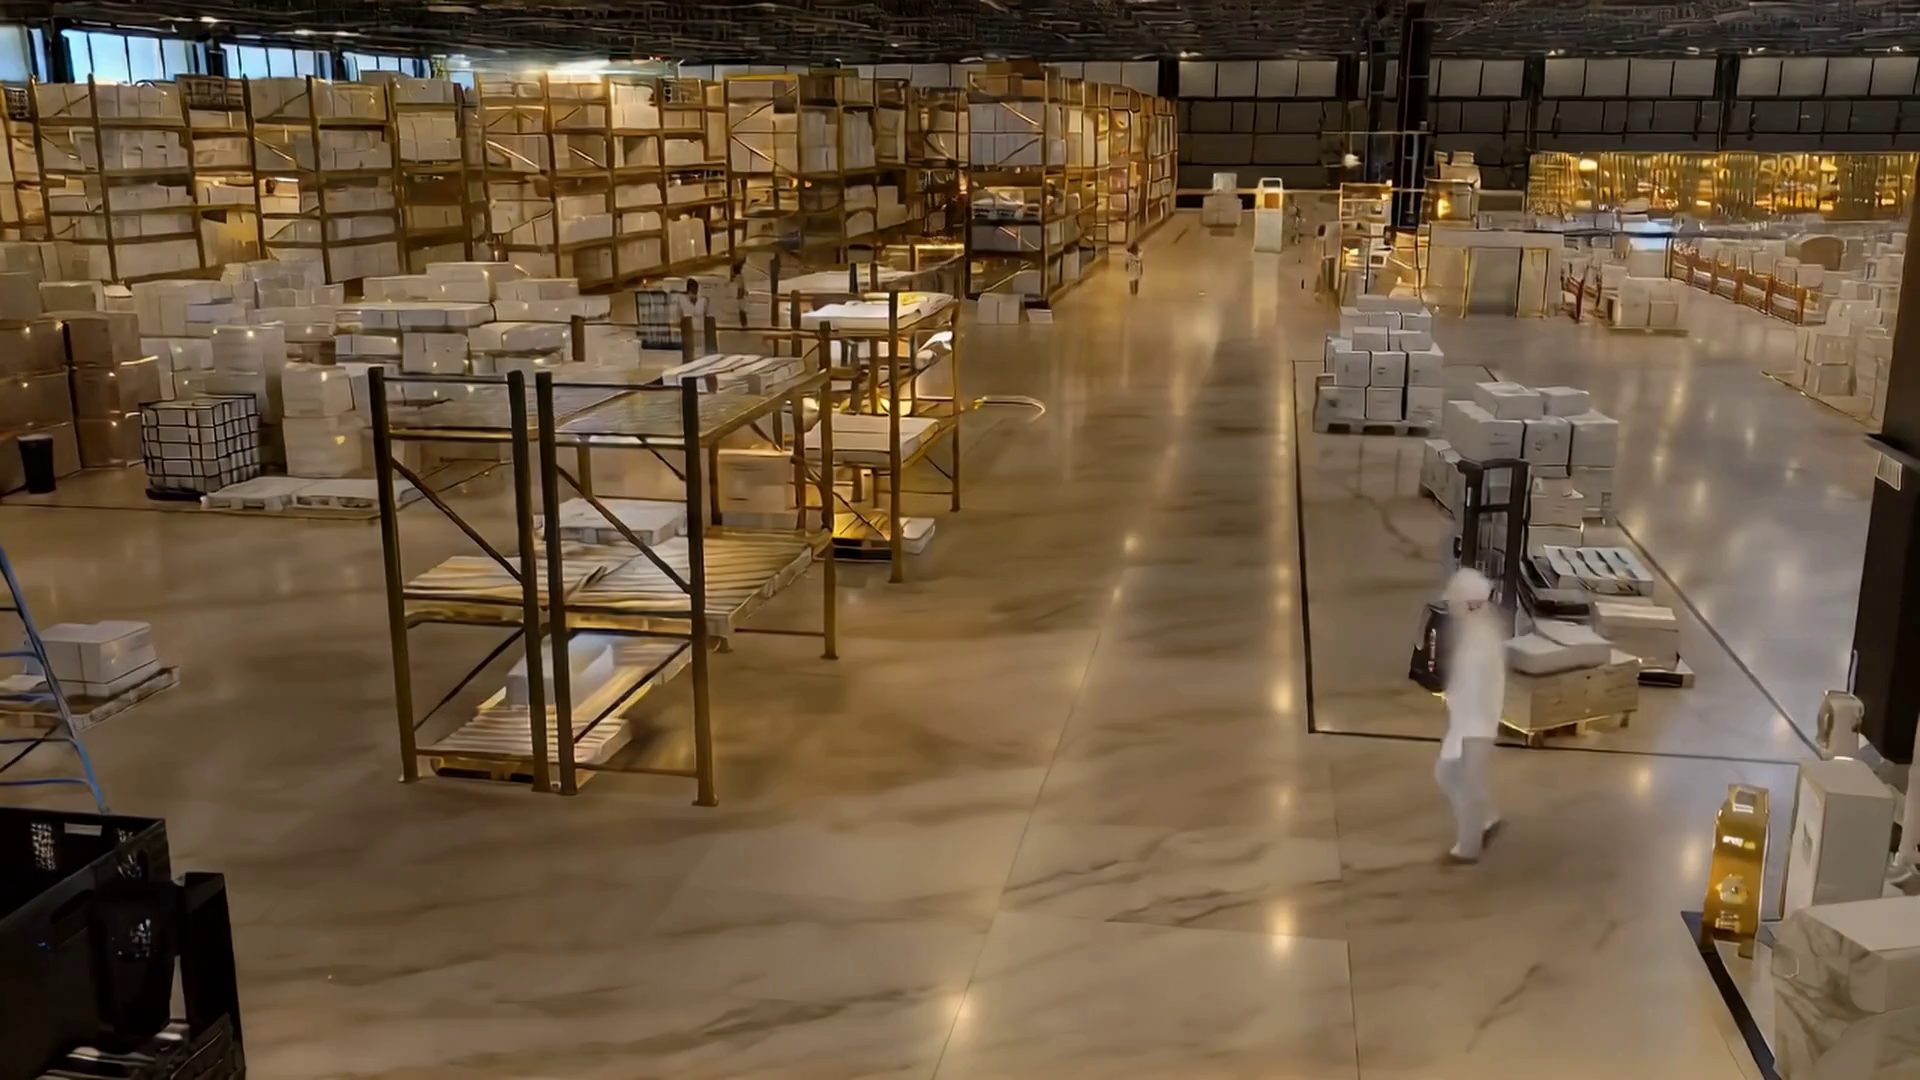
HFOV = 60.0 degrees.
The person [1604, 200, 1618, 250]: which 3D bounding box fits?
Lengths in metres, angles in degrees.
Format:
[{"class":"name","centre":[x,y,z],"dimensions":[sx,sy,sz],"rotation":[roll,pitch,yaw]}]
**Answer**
[{"class":"person","centre":[25.523,-12.314,65.119],"dimensions":[0.386,1.948,0.601],"rotation":[-7,15,-25]}]

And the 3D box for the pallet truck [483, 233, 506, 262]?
[{"class":"pallet truck","centre":[-11.832,-7.026,43.548],"dimensions":[1.885,1.965,0.823],"rotation":[8,16,28]}]

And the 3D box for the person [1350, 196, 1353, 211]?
[{"class":"person","centre":[20.560,-17.748,87.628],"dimensions":[0.353,1.734,0.485],"rotation":[10,17,36]}]

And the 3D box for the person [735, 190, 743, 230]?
[{"class":"person","centre":[-10.154,-15.168,76.507],"dimensions":[0.605,2.045,0.376],"rotation":[7,16,28]}]

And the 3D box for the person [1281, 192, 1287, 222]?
[{"class":"person","centre":[16.432,-17.152,85.204],"dimensions":[0.570,1.733,0.718],"rotation":[-10,17,-36]}]

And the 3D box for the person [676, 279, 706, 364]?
[{"class":"person","centre":[-5.023,-3.947,31.223],"dimensions":[0.587,1.913,0.391],"rotation":[-8,16,-30]}]

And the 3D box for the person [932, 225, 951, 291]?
[{"class":"person","centre":[-0.515,-8.334,49.067],"dimensions":[0.574,1.888,0.961],"rotation":[3,14,13]}]

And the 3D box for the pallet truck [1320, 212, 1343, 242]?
[{"class":"pallet truck","centre":[15.874,-13.227,70.310],"dimensions":[0.680,1.201,1.601],"rotation":[10,17,35]}]

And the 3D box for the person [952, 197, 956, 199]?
[{"class":"person","centre":[-0.245,-18.992,92.502],"dimensions":[0.722,1.818,0.634],"rotation":[12,18,41]}]

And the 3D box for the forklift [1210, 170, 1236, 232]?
[{"class":"forklift","centre":[12.267,-15.773,77.242],"dimensions":[1.129,2.768,1.873],"rotation":[3,14,10]}]

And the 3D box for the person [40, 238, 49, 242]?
[{"class":"person","centre":[-23.828,-6.941,43.433],"dimensions":[1.047,1.887,0.644],"rotation":[4,15,18]}]

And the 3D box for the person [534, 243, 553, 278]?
[{"class":"person","centre":[-10.354,-6.440,41.369],"dimensions":[0.550,1.893,0.669],"rotation":[1,14,4]}]

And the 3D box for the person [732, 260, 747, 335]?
[{"class":"person","centre":[-5.074,-5.576,38.278],"dimensions":[0.321,1.697,0.529],"rotation":[0,14,0]}]

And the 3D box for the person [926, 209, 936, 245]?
[{"class":"person","centre":[-1.043,-11.628,62.822],"dimensions":[0.939,1.711,0.513],"rotation":[3,14,13]}]

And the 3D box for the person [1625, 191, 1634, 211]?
[{"class":"person","centre":[33.625,-16.745,83.408],"dimensions":[0.628,1.799,0.802],"rotation":[1,14,3]}]

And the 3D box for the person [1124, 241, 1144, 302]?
[{"class":"person","centre":[4.785,-7.415,45.834],"dimensions":[0.544,1.652,0.864],"rotation":[3,14,12]}]

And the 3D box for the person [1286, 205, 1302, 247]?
[{"class":"person","centre":[13.491,-12.650,67.045],"dimensions":[0.578,1.678,0.548],"rotation":[1,14,3]}]

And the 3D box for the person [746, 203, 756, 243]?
[{"class":"person","centre":[-8.181,-12.193,64.851],"dimensions":[0.390,1.840,0.565],"rotation":[9,17,33]}]

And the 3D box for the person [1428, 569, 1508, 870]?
[{"class":"person","centre":[3.190,1.146,10.431],"dimensions":[0.469,1.973,0.613],"rotation":[1,14,5]}]

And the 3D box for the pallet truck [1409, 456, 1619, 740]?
[{"class":"pallet truck","centre":[4.504,0.400,13.395],"dimensions":[0.823,1.965,1.885],"rotation":[-6,15,-23]}]

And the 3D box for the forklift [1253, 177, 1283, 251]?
[{"class":"forklift","centre":[12.083,-12.747,64.956],"dimensions":[1.129,2.768,1.873],"rotation":[3,14,10]}]

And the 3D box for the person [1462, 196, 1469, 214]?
[{"class":"person","centre":[22.110,-14.204,73.052],"dimensions":[0.586,1.822,0.403],"rotation":[5,15,19]}]
